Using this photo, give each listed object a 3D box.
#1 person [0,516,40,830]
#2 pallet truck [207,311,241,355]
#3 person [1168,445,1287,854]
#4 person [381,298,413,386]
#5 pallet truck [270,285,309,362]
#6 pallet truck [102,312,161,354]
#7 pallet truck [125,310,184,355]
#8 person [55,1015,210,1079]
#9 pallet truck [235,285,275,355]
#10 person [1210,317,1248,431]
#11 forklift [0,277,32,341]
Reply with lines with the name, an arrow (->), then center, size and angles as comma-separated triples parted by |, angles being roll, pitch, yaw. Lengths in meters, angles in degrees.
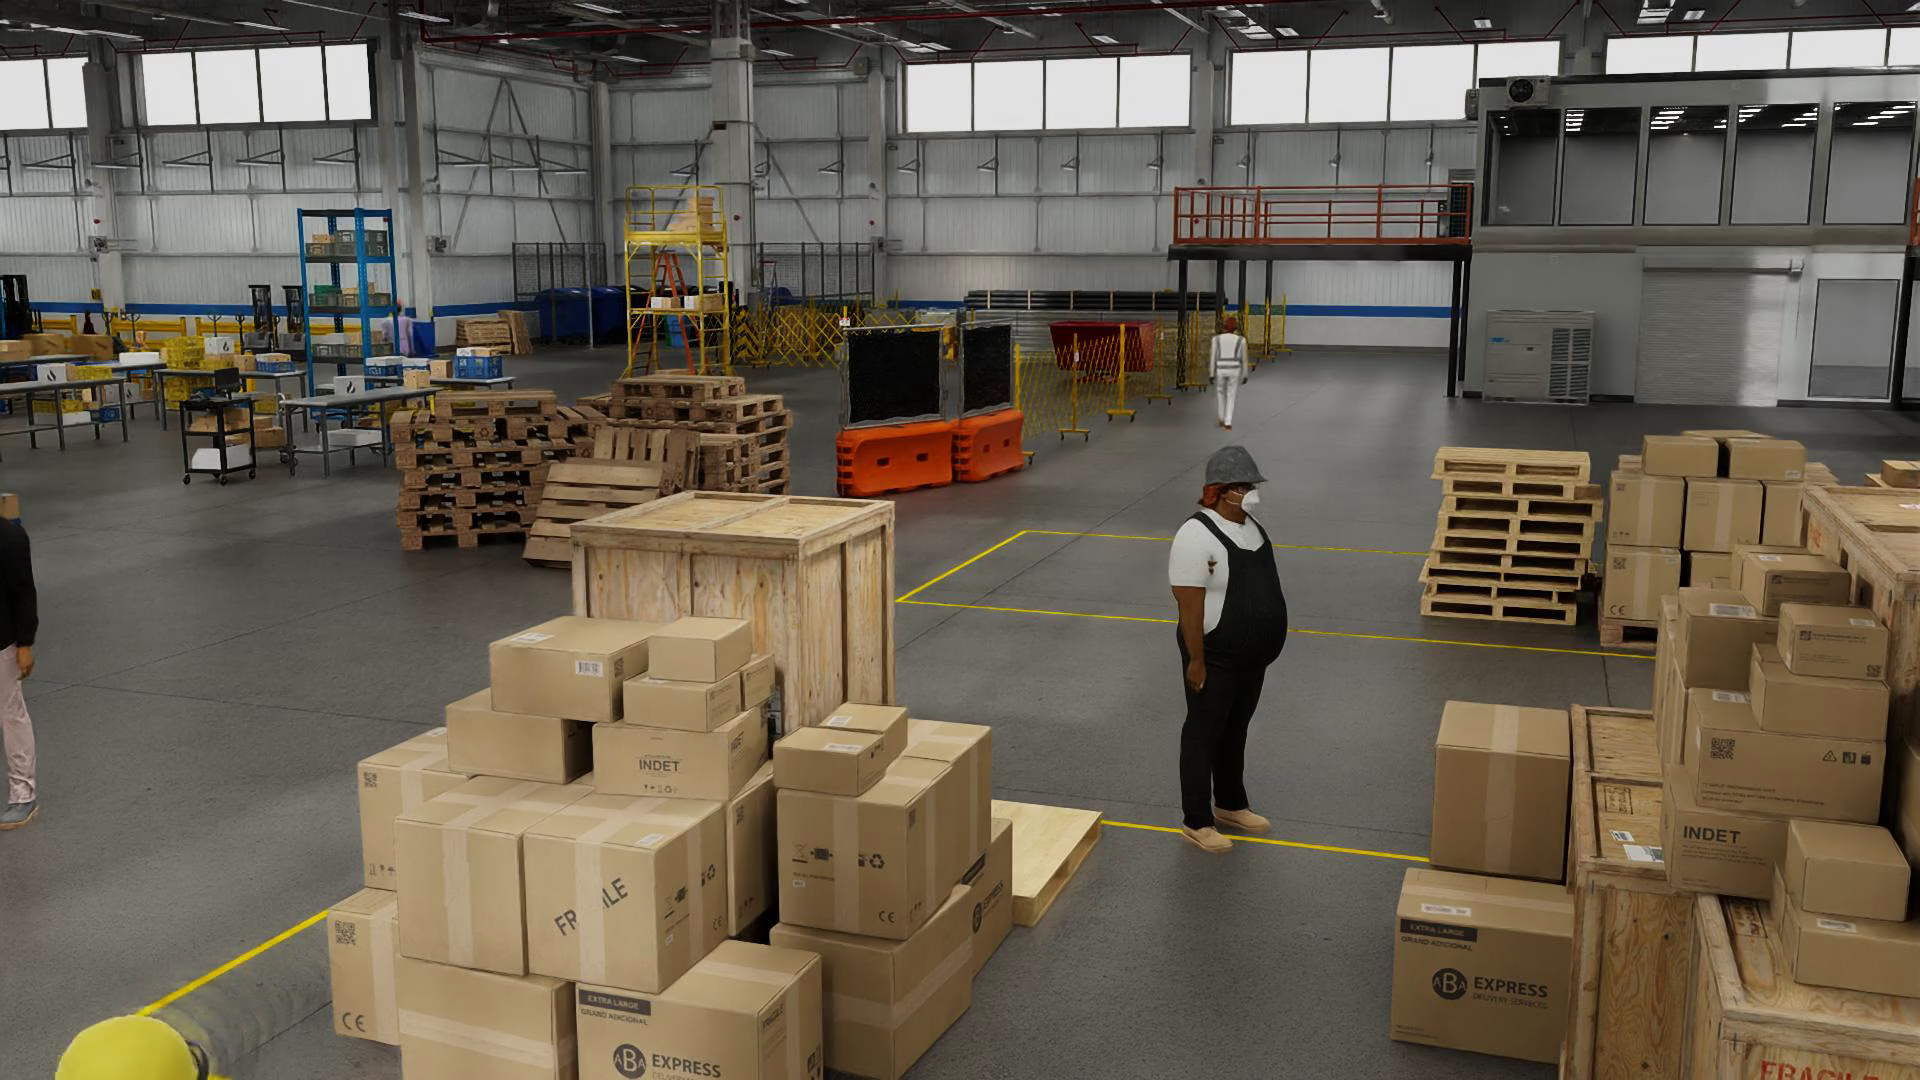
person -> -5.104, 0.528, 8.624 | 0.608, 1.984, 0.397 | 1, 10, 6
pallet truck -> -19.537, -5.575, 44.913 | 0.653, 1.274, 1.630 | 3, 11, 19
person -> 1.389, 0.536, 8.419 | 0.538, 2.000, 0.683 | 8, 13, 39
person -> -10.960, -3.722, 32.486 | 0.613, 2.019, 0.766 | -7, 12, -35
pallet truck -> -17.147, -5.700, 43.663 | 0.823, 1.965, 1.885 | 3, 11, 17
pallet truck -> -23.057, -5.777, 46.261 | 0.680, 1.201, 1.601 | 3, 11, 19
pallet truck -> -22.038, -5.665, 45.457 | 0.704, 1.261, 1.522 | 3, 11, 17
person -> -1.439, 1.662, 2.985 | 0.549, 1.711, 0.924 | 6, 12, 30
pallet truck -> -18.327, -5.835, 44.421 | 0.823, 1.965, 1.885 | 4, 11, 23
person -> 4.447, -2.735, 27.396 | 0.606, 1.839, 0.922 | 3, 11, 18
forklift -> -27.151, -6.329, 46.328 | 1.157, 1.987, 2.680 | 3, 11, 17
